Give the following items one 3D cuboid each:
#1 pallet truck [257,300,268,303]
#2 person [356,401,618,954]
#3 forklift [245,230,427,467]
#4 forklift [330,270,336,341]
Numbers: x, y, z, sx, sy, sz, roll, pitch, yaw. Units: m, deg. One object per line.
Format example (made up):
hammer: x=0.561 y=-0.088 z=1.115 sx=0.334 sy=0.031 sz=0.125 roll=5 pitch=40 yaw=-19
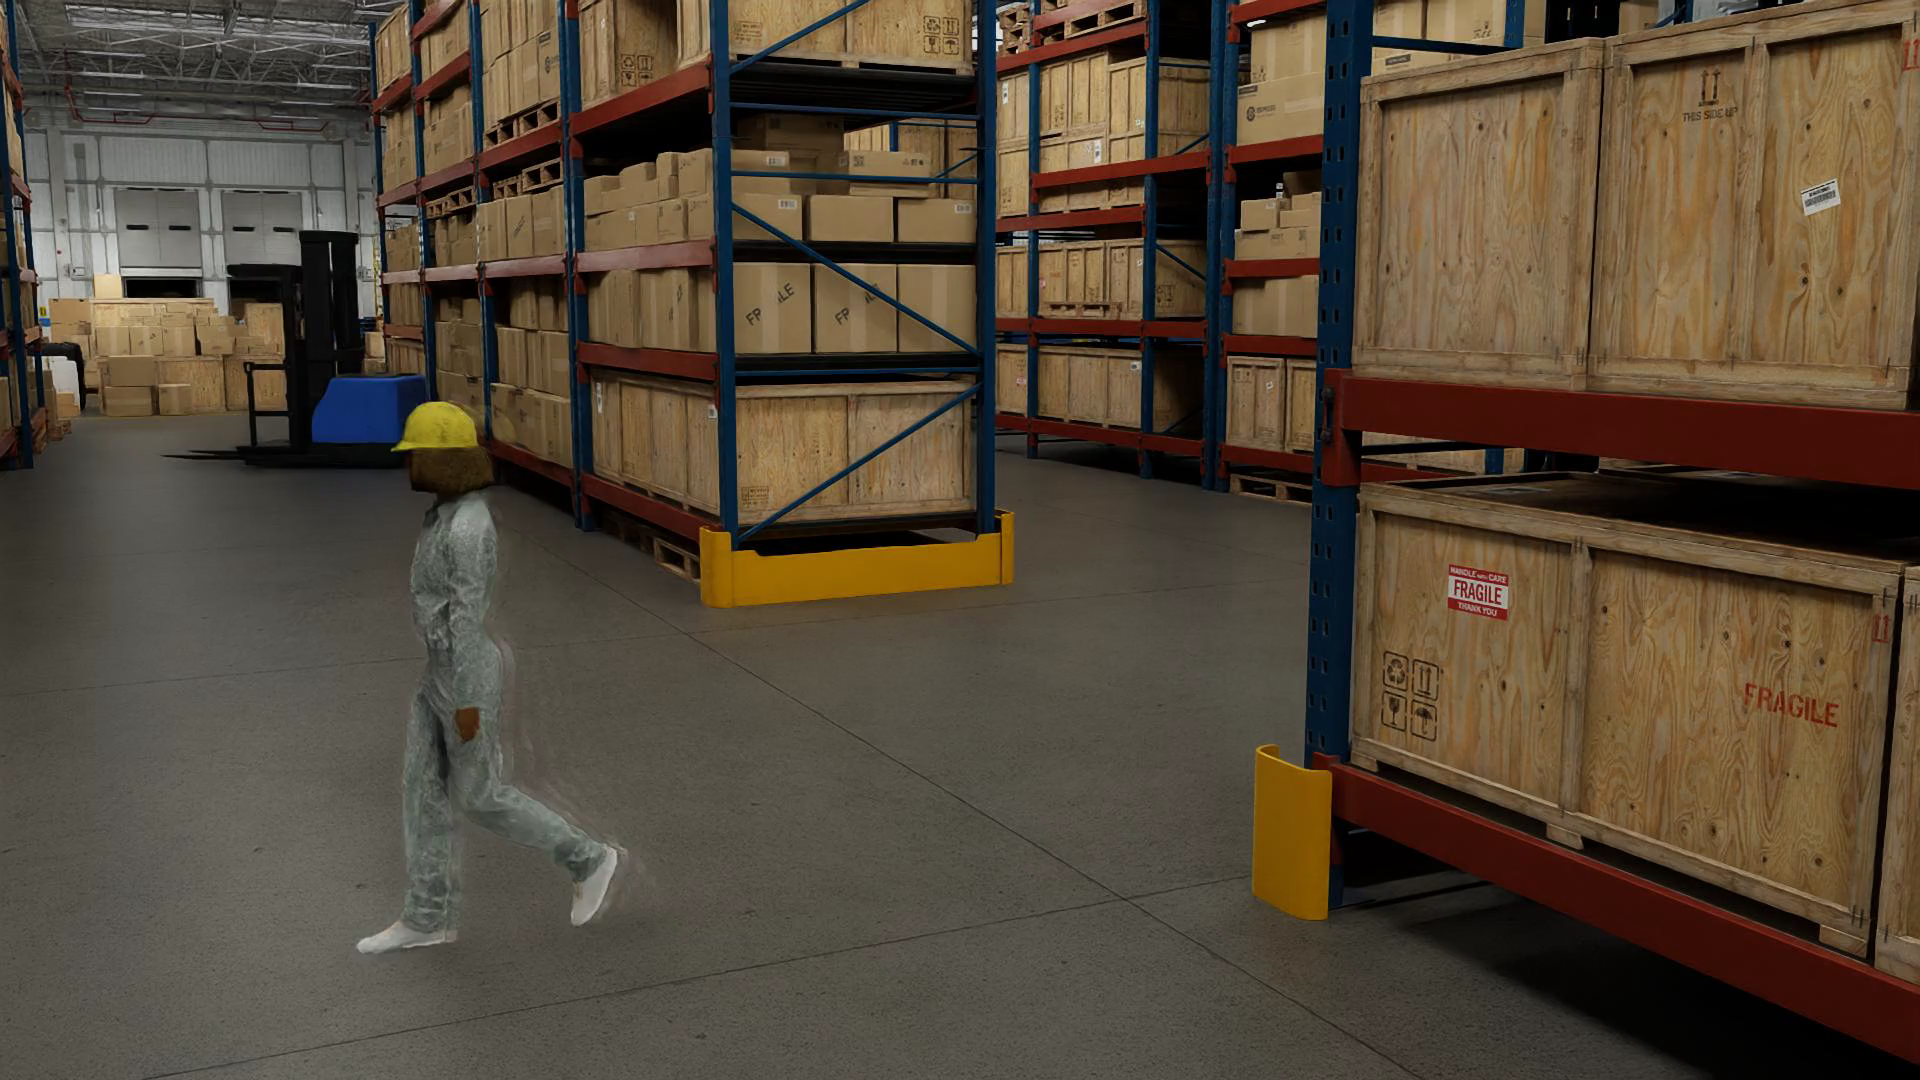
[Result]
pallet truck: x=-23.913 y=-7.404 z=58.171 sx=1.885 sy=1.965 sz=0.823 roll=-1 pitch=8 yaw=-9
person: x=-1.491 y=0.421 z=5.164 sx=0.732 sy=1.716 sz=0.493 roll=-4 pitch=9 yaw=-27
forklift: x=-7.542 y=-2.322 z=20.098 sx=1.873 sy=2.768 sz=1.129 roll=1 pitch=8 yaw=4
forklift: x=-17.965 y=-6.238 z=47.102 sx=1.129 sy=2.768 sz=1.873 roll=-5 pitch=10 yaw=-32
